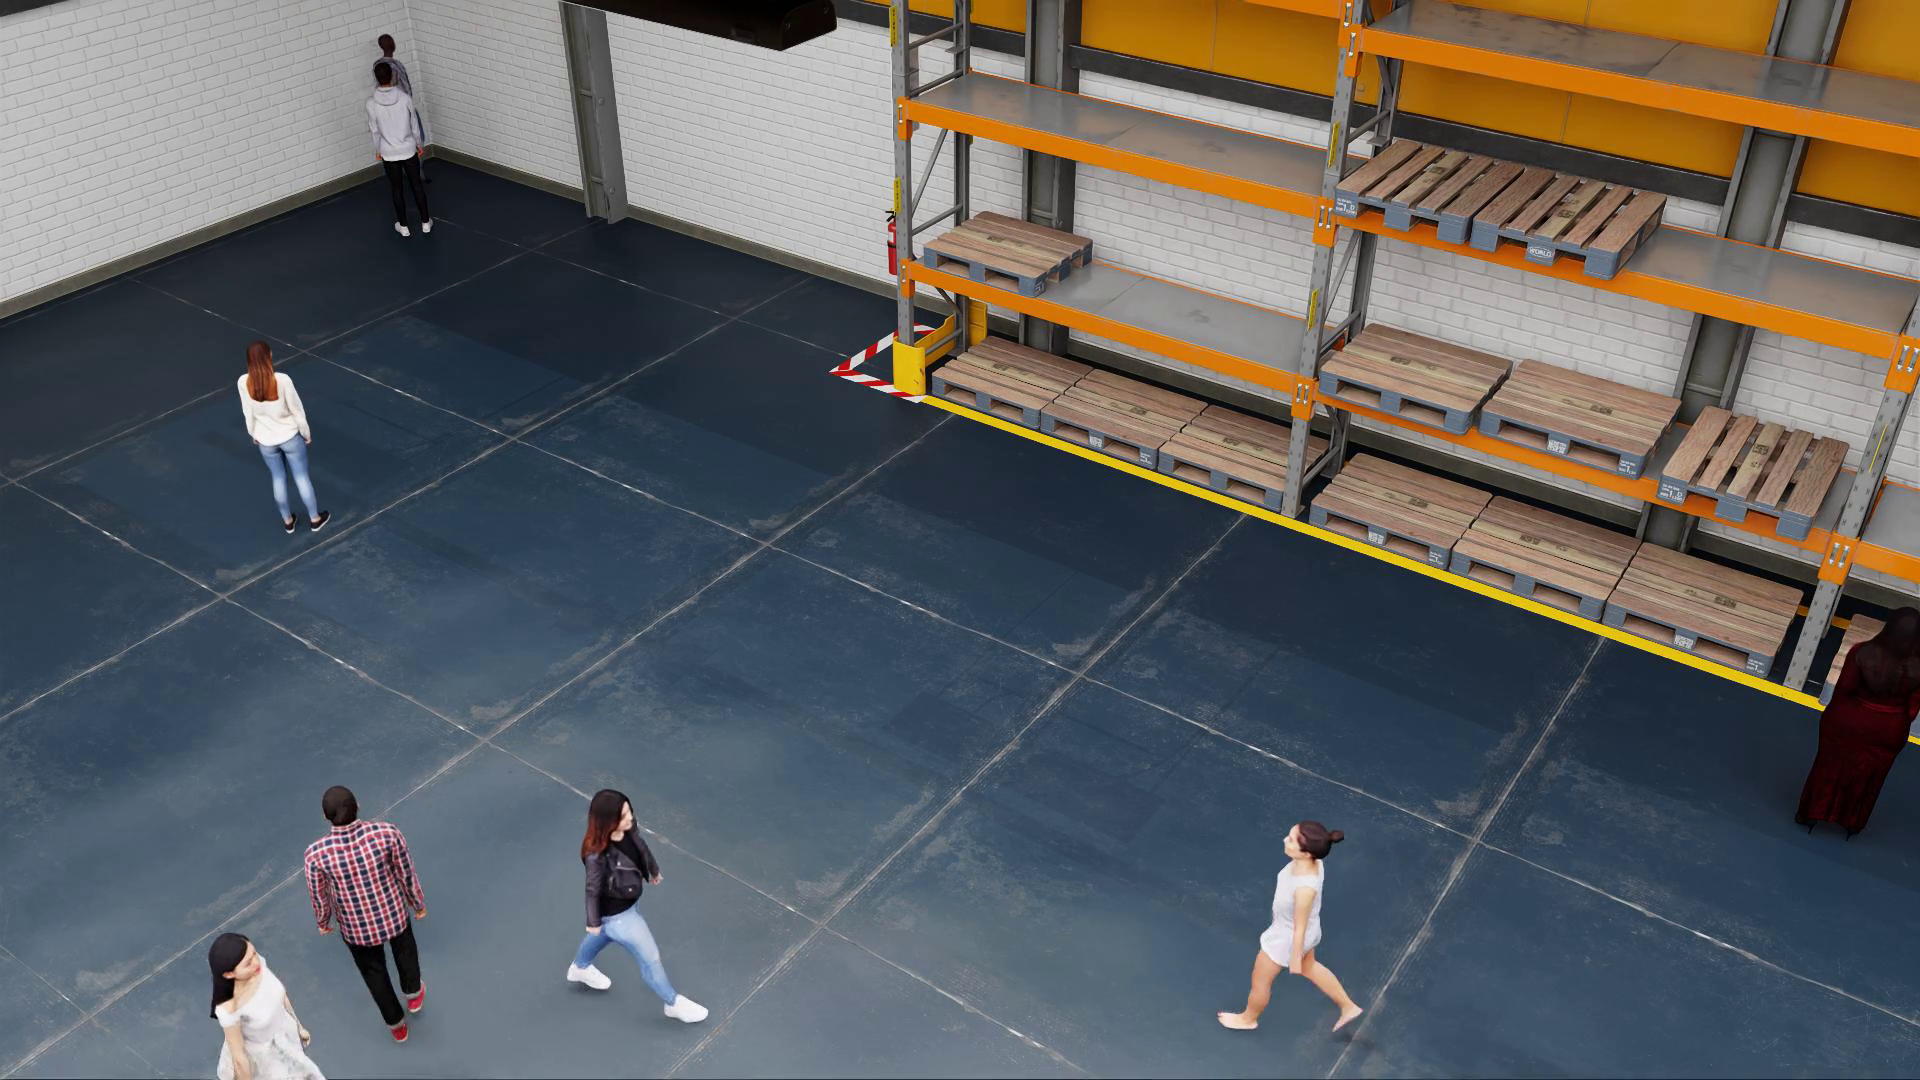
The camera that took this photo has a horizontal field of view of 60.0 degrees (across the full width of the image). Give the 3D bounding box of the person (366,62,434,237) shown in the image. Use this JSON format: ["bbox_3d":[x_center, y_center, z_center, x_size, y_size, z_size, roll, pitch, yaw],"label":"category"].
[{"bbox_3d":[-6.214,-4.329,18.419,0.777,1.931,0.780,-15,36,-21],"label":"person"}]

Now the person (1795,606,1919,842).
[{"bbox_3d":[5.637,1.150,10.332,0.640,1.758,0.791,10,35,15],"label":"person"}]

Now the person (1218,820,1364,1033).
[{"bbox_3d":[1.885,2.134,9.013,1.077,1.579,0.786,9,35,13],"label":"person"}]

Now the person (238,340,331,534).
[{"bbox_3d":[-5.462,-0.826,13.365,0.687,1.691,0.770,-2,34,-3],"label":"person"}]

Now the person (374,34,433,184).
[{"bbox_3d":[-6.636,-5.040,19.617,0.549,1.787,0.763,17,37,24],"label":"person"}]

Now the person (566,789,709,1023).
[{"bbox_3d":[-1.955,2.004,9.199,1.213,1.590,0.947,7,34,11],"label":"person"}]

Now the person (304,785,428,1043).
[{"bbox_3d":[-3.155,2.061,8.970,0.838,1.749,0.838,-17,37,-24],"label":"person"}]

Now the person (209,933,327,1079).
[{"bbox_3d":[-3.488,2.576,8.204,1.207,1.739,1.047,-1,34,-2],"label":"person"}]
